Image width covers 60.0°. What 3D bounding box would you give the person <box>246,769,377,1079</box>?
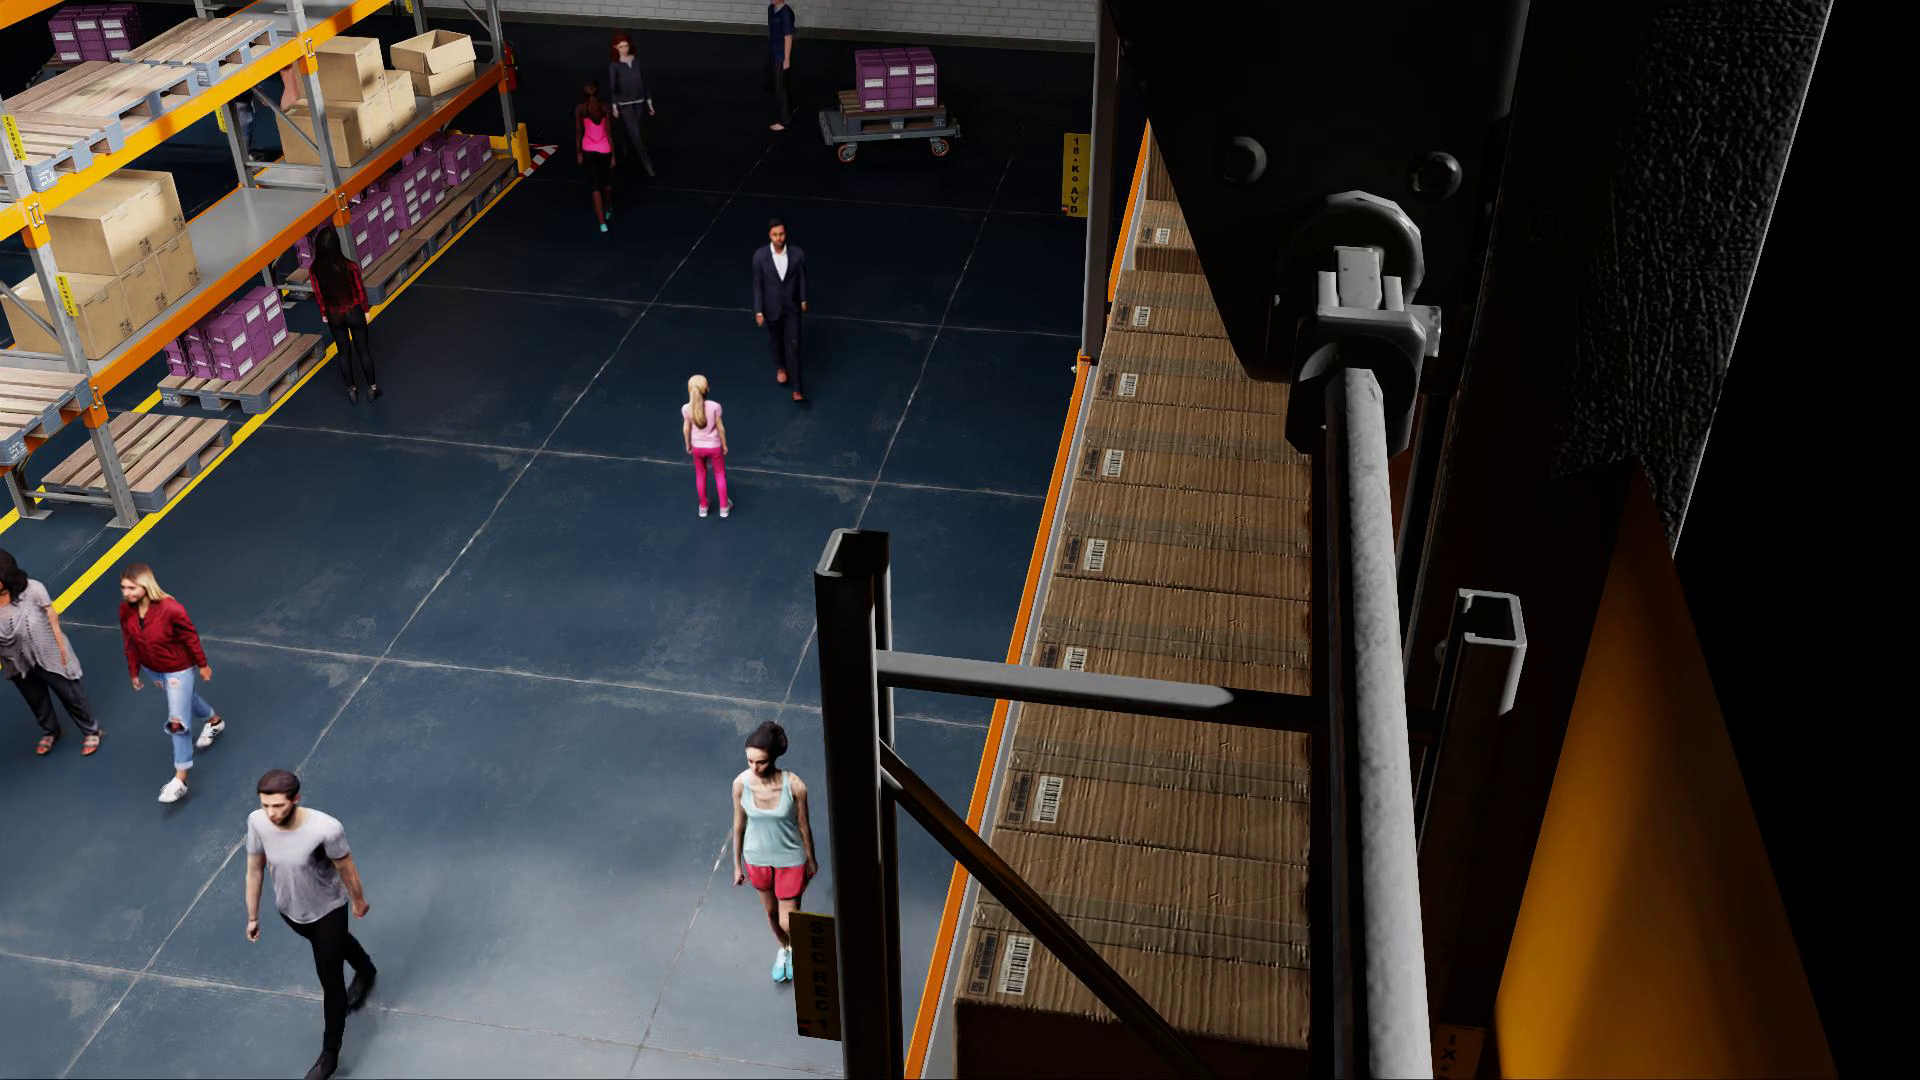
[{"bbox_3d":[-3.384,1.880,8.833,0.695,1.821,1.148,7,34,10],"label":"person"}]

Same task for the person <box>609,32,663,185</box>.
[{"bbox_3d":[-3.854,-5.015,19.304,1.129,1.714,1.113,-25,41,-33],"label":"person"}]

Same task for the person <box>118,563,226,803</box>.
[{"bbox_3d":[-5.029,0.798,10.677,0.645,1.583,1.081,7,34,11],"label":"person"}]

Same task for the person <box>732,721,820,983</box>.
[{"bbox_3d":[-0.997,1.704,9.163,0.594,1.749,0.627,5,34,7],"label":"person"}]

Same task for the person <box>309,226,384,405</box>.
[{"bbox_3d":[-5.473,-1.997,14.814,0.650,1.657,0.622,-5,34,-8],"label":"person"}]

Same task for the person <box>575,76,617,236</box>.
[{"bbox_3d":[-3.919,-4.120,17.981,0.879,1.687,1.197,-8,34,-12],"label":"person"}]

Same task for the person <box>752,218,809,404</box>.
[{"bbox_3d":[-1.619,-2.118,14.979,0.918,1.676,1.215,-6,34,-9],"label":"person"}]

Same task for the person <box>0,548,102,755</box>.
[{"bbox_3d":[-6.006,0.708,10.794,0.676,1.602,0.706,0,34,-1],"label":"person"}]

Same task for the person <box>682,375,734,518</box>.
[{"bbox_3d":[-2.032,-0.747,13.284,0.522,1.270,0.559,2,34,3],"label":"person"}]

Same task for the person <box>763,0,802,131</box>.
[{"bbox_3d":[-2.149,-6.032,20.707,0.900,1.854,0.834,-16,37,-22],"label":"person"}]
